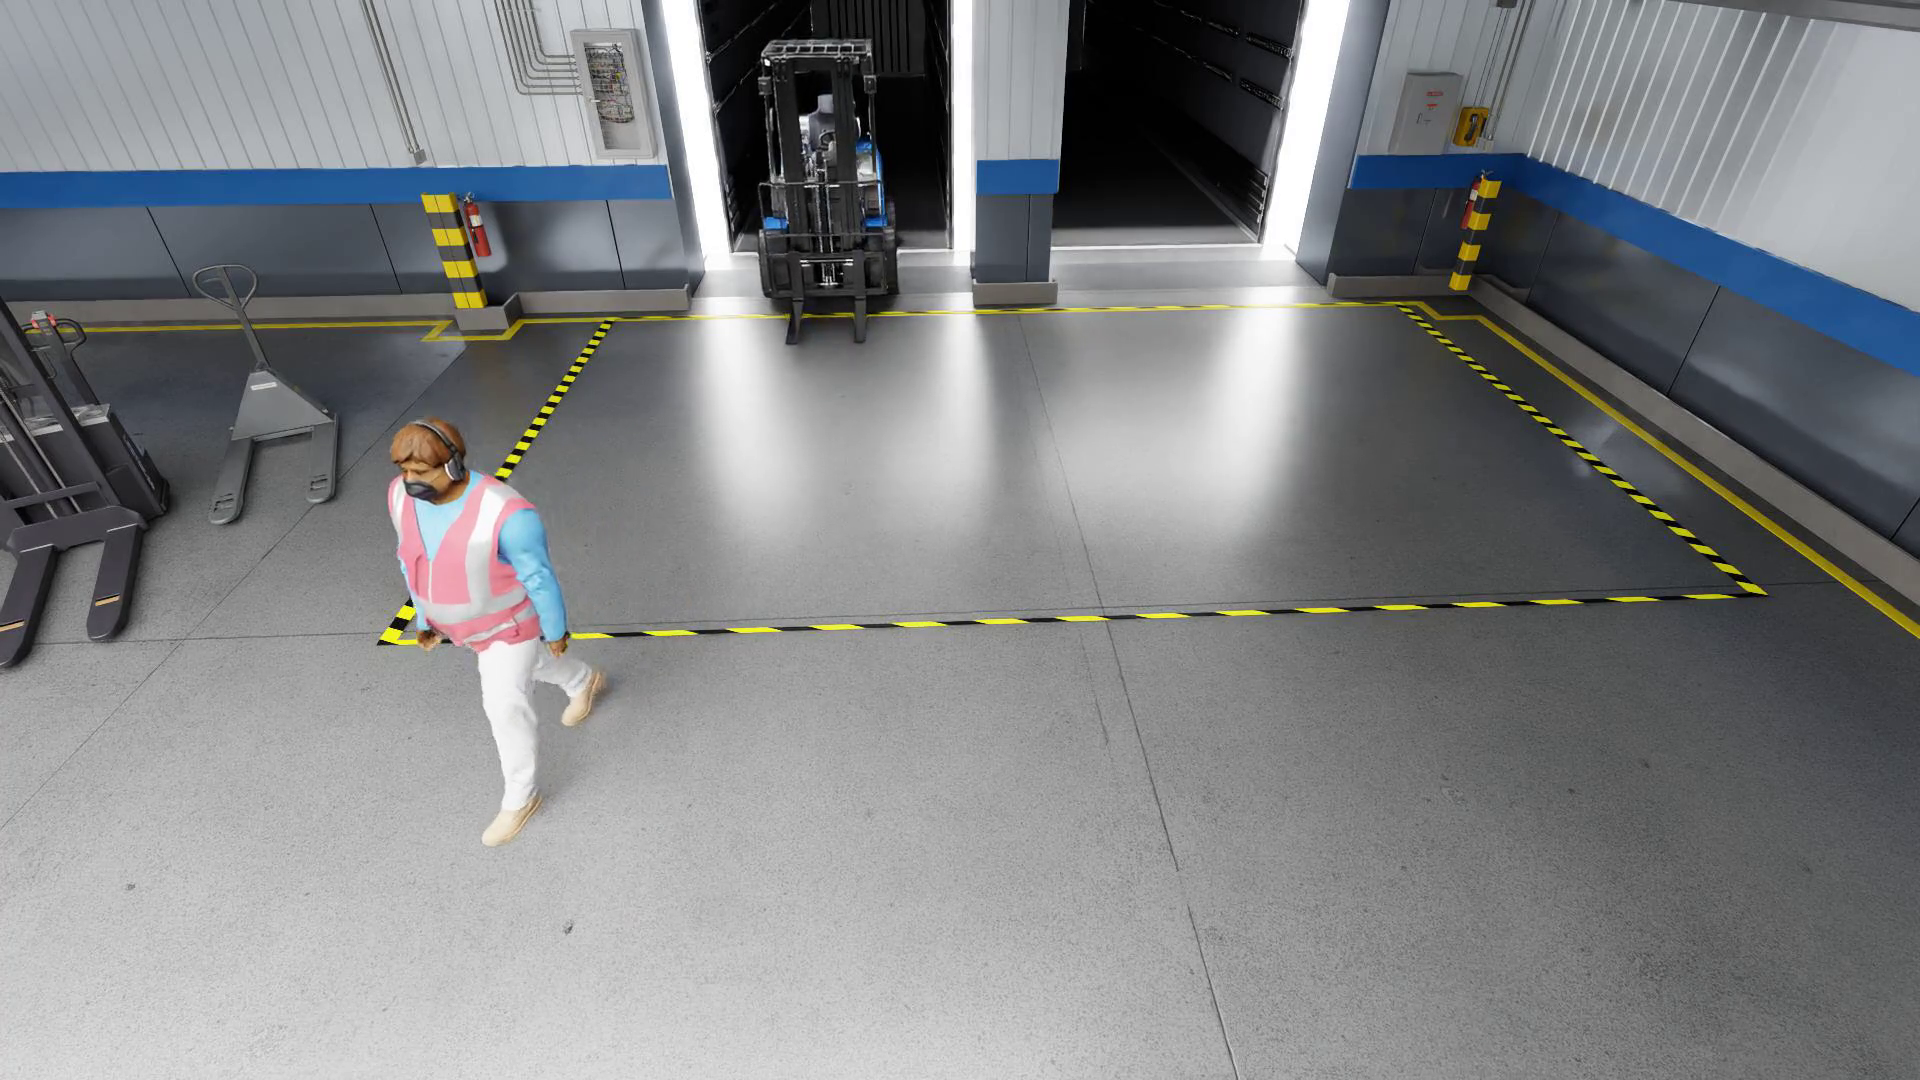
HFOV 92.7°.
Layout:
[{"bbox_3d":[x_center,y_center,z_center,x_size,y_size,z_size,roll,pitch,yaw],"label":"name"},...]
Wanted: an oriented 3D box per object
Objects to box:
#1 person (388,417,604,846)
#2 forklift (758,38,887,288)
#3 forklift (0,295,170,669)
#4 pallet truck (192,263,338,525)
[{"bbox_3d":[-1.886,0.299,3.737,0.613,1.802,0.960,13,37,18],"label":"person"},{"bbox_3d":[-1.344,-3.878,9.223,1.157,2.036,2.680,-3,35,-4],"label":"forklift"},{"bbox_3d":[-5.212,-0.618,4.878,0.823,1.965,1.885,-20,39,-26],"label":"forklift"},{"bbox_3d":[-4.778,-1.027,6.128,0.680,1.201,1.601,-17,38,-23],"label":"pallet truck"}]
